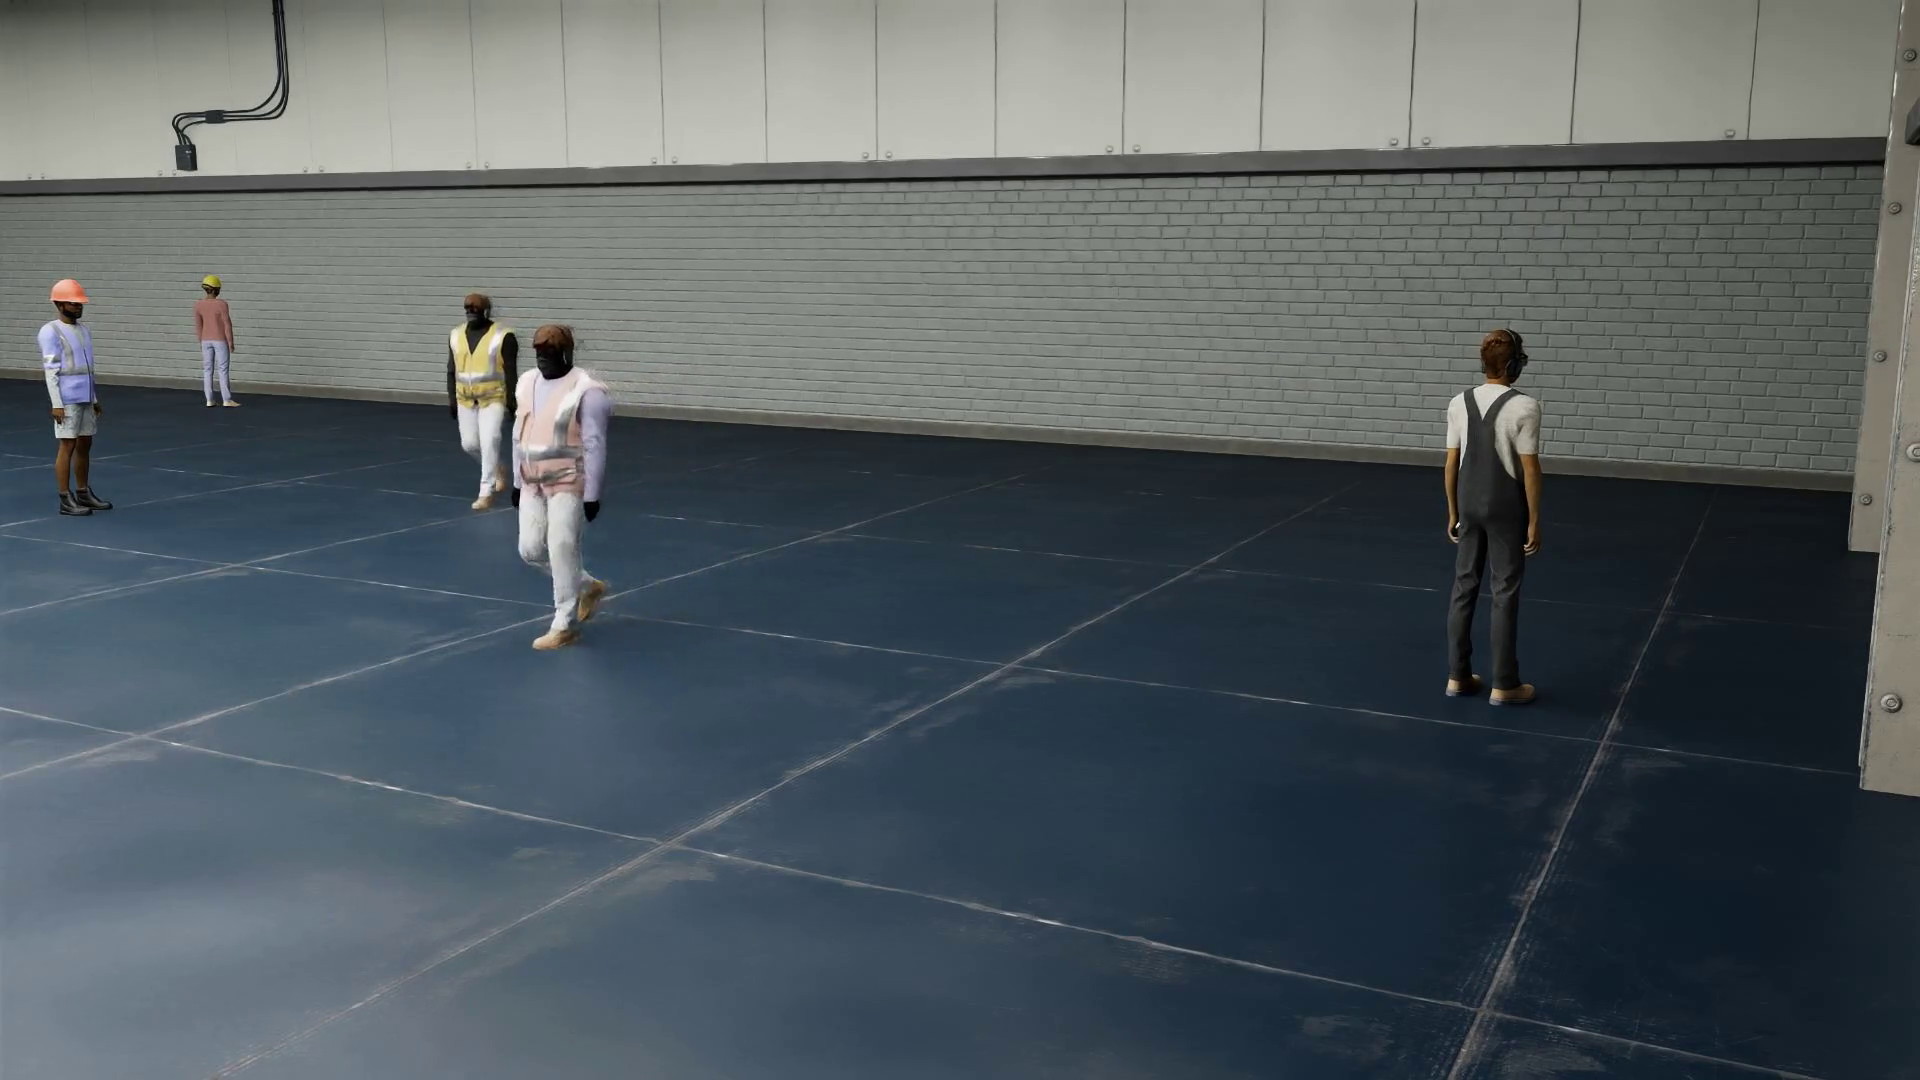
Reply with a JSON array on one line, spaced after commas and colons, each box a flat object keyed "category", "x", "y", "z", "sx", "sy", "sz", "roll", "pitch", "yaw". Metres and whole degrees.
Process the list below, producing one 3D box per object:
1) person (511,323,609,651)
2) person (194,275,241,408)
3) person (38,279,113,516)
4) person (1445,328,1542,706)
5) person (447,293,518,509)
[{"category": "person", "x": -2.214, "y": -0.307, "z": 9.321, "sx": 0.637, "sy": 1.820, "sz": 0.530, "roll": 7, "pitch": 12, "yaw": 33}, {"category": "person", "x": -9.940, "y": -2.646, "z": 22.222, "sx": 0.524, "sy": 1.769, "sz": 0.315, "roll": 2, "pitch": 11, "yaw": 12}, {"category": "person", "x": -7.283, "y": -1.173, "z": 13.723, "sx": 0.371, "sy": 1.935, "sz": 0.551, "roll": 1, "pitch": 10, "yaw": 6}, {"category": "person", "x": 2.624, "y": -0.111, "z": 8.184, "sx": 0.344, "sy": 1.847, "sz": 0.504, "roll": -9, "pitch": 14, "yaw": -41}, {"category": "person", "x": -4.051, "y": -1.201, "z": 14.199, "sx": 0.633, "sy": 1.820, "sz": 0.721, "roll": 2, "pitch": 11, "yaw": 11}]
